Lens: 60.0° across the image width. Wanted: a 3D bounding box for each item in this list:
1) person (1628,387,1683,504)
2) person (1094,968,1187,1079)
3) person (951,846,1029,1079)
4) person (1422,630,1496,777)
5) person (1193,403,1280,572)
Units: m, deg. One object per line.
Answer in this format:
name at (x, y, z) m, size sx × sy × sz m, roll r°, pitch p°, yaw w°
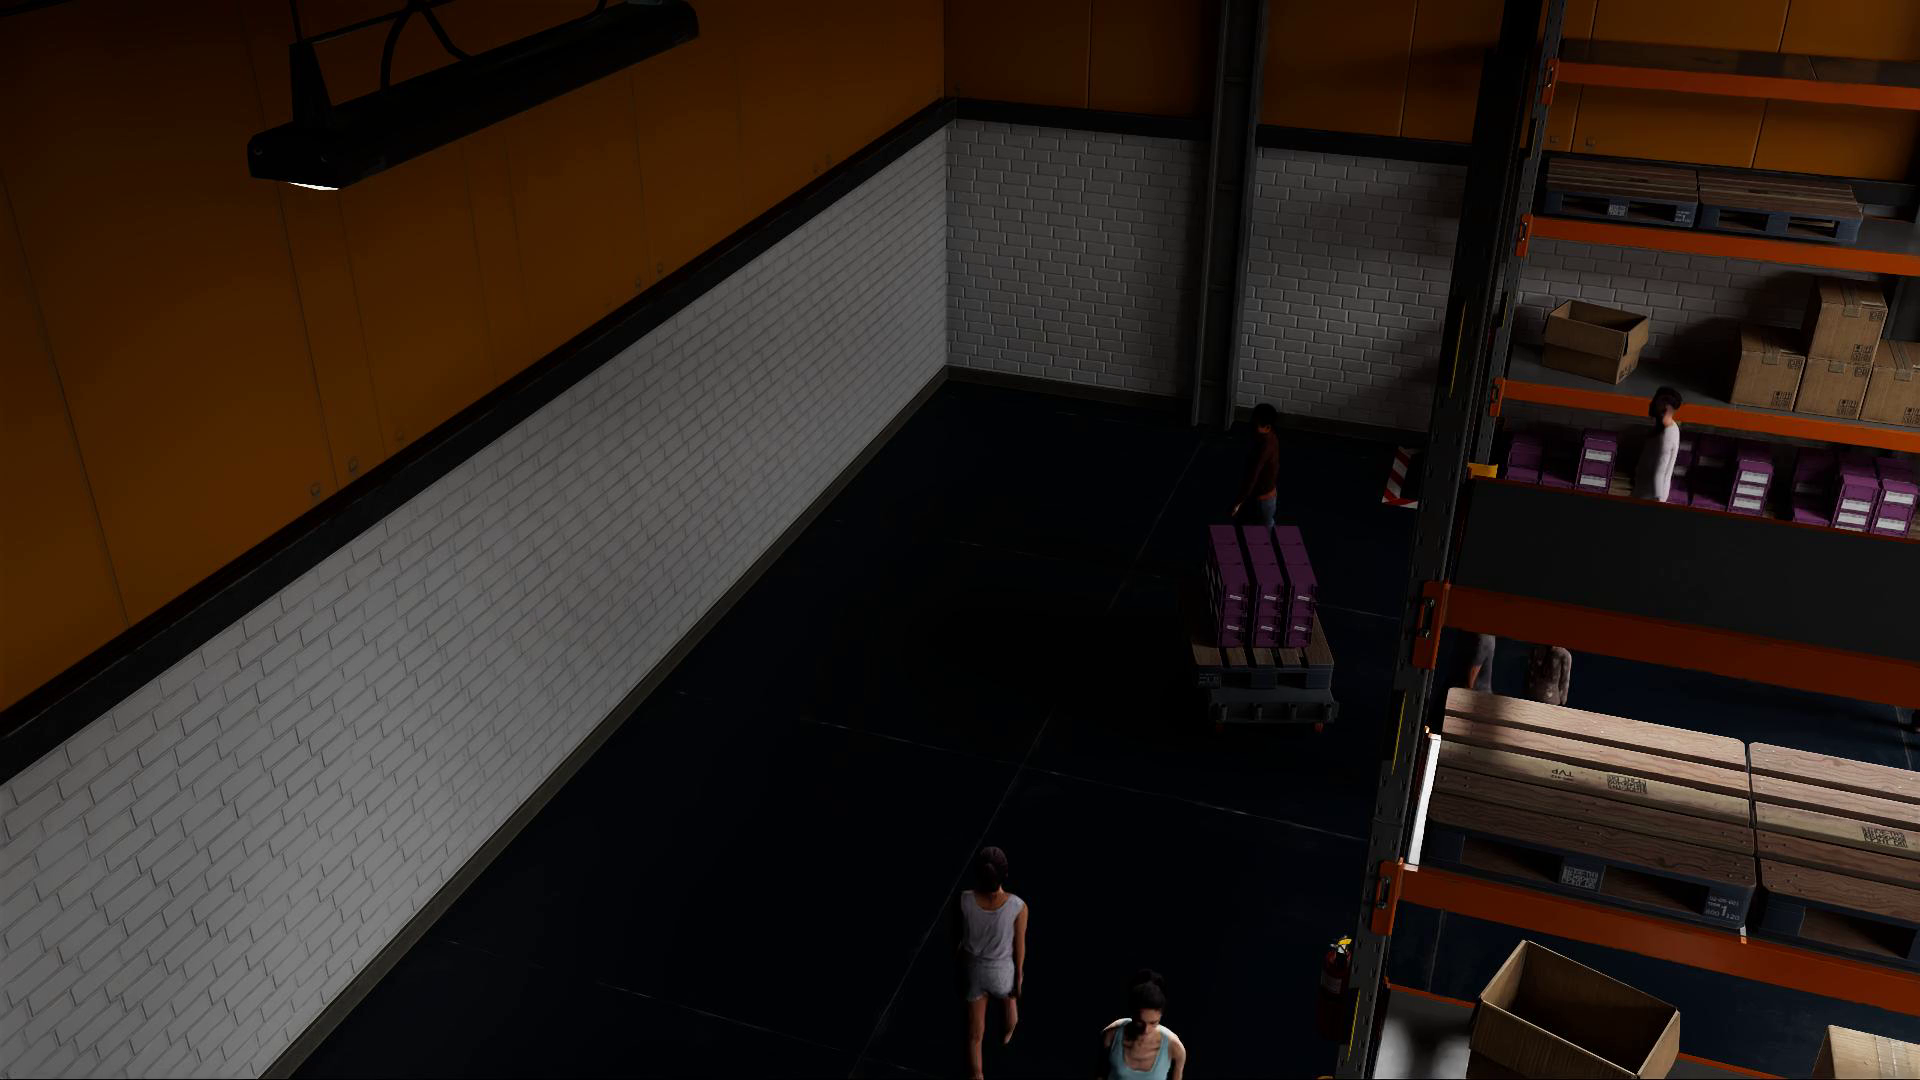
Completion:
person at (5.788, -0.385, 13.753) m, size 1.153 × 1.794 × 0.747 m, roll 12°, pitch 31°, yaw 21°
person at (0.863, 2.753, 8.060) m, size 1.073 × 1.738 × 0.714 m, roll 8°, pitch 30°, yaw 14°
person at (0.137, 2.372, 8.921) m, size 0.914 × 1.581 × 0.789 m, roll 2°, pitch 29°, yaw 3°
person at (3.464, 1.028, 11.245) m, size 0.716 × 1.716 × 0.776 m, roll 11°, pitch 30°, yaw 19°
person at (2.546, -0.269, 13.619) m, size 1.147 × 1.720 × 0.733 m, roll 8°, pitch 30°, yaw 14°
